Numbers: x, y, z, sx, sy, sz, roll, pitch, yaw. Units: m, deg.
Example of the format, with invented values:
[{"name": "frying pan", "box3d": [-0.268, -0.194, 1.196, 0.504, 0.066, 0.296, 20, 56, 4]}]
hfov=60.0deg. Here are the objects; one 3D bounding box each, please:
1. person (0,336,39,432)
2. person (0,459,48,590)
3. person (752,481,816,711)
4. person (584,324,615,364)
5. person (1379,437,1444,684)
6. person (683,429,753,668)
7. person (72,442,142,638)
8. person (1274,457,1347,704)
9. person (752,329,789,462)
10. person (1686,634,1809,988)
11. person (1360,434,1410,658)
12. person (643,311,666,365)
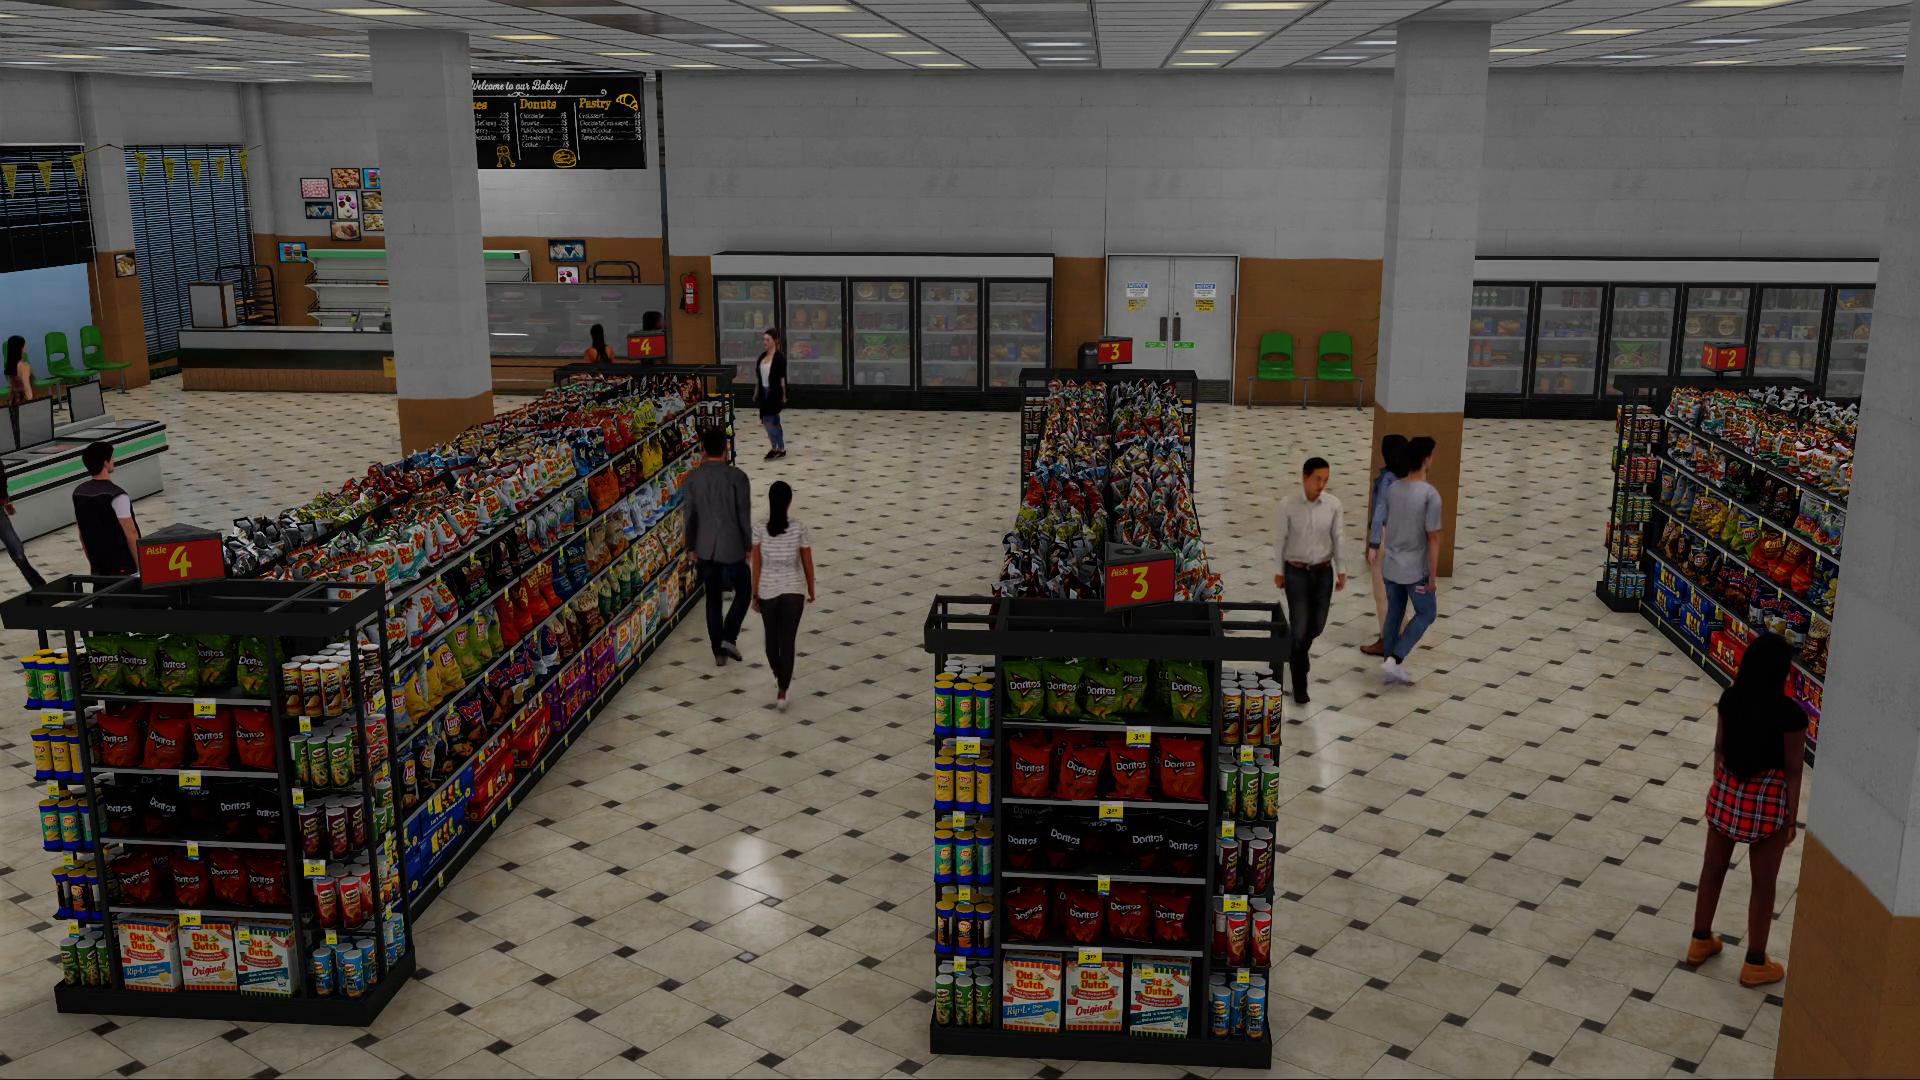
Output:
[{"name": "person", "box3d": [-11.035, -1.487, 19.450, 0.894, 1.755, 1.103, 8, 16, 30]}, {"name": "person", "box3d": [-8.442, -0.227, 14.312, 1.094, 1.730, 1.156, -7, 15, -26]}, {"name": "person", "box3d": [-1.285, 0.421, 11.884, 0.617, 1.614, 0.951, 0, 14, 0]}, {"name": "person", "box3d": [-4.650, -1.991, 21.762, 0.878, 1.646, 0.983, -8, 16, -29]}, {"name": "person", "box3d": [3.247, 0.190, 12.294, 0.929, 1.871, 0.866, -11, 17, -37]}, {"name": "person", "box3d": [-1.839, 0.093, 12.716, 0.727, 1.860, 0.789, 2, 14, 9]}, {"name": "person", "box3d": [-6.300, 0.183, 12.369, 0.694, 1.849, 0.636, 4, 14, 16]}, {"name": "person", "box3d": [2.548, 0.251, 12.233, 0.755, 1.780, 1.105, -1, 14, -4]}, {"name": "person", "box3d": [-2.292, -1.834, 21.067, 0.862, 1.667, 0.802, -11, 17, -37]}, {"name": "person", "box3d": [3.829, 1.293, 8.059, 0.771, 1.723, 0.700, -9, 16, -33]}, {"name": "person", "box3d": [3.398, 0.038, 13.135, 0.697, 1.769, 0.765, -12, 18, -41]}, {"name": "person", "box3d": [-4.217, -2.235, 22.600, 0.807, 1.725, 0.725, -8, 16, -29]}]
